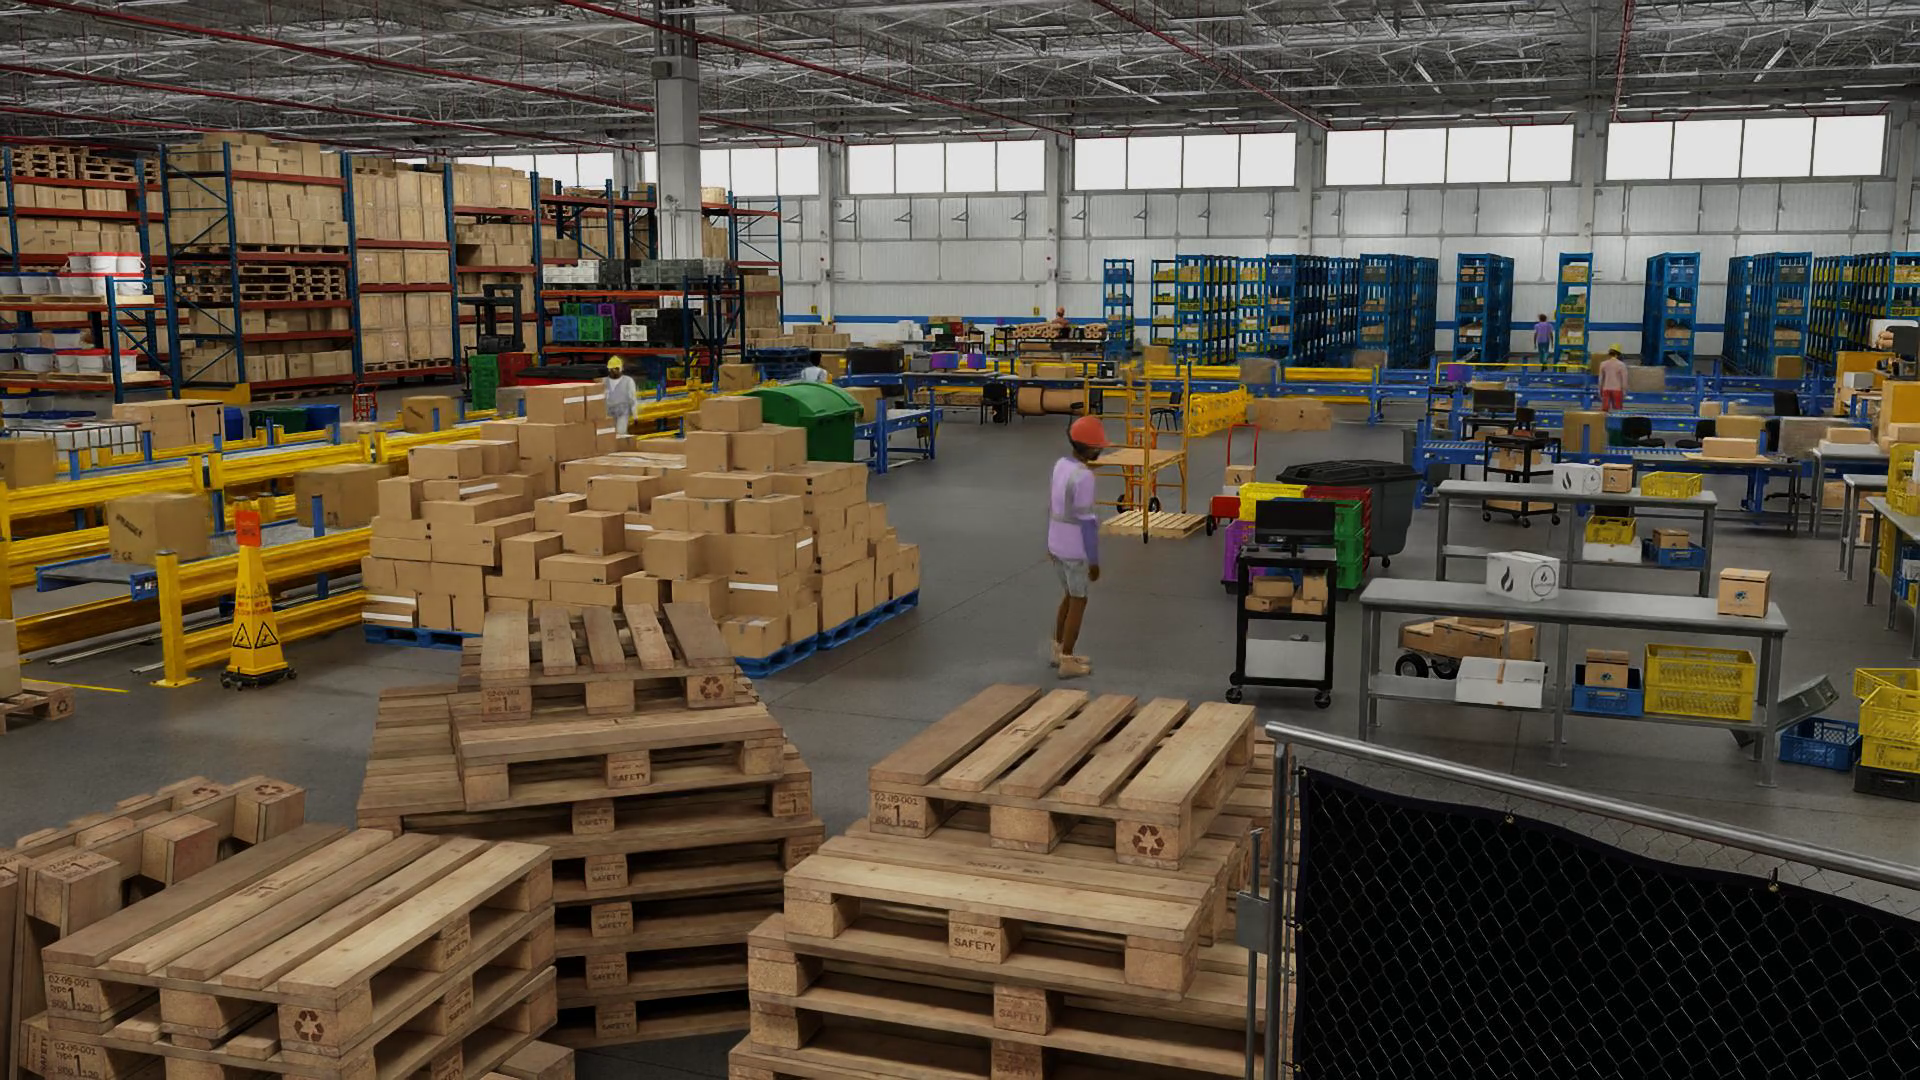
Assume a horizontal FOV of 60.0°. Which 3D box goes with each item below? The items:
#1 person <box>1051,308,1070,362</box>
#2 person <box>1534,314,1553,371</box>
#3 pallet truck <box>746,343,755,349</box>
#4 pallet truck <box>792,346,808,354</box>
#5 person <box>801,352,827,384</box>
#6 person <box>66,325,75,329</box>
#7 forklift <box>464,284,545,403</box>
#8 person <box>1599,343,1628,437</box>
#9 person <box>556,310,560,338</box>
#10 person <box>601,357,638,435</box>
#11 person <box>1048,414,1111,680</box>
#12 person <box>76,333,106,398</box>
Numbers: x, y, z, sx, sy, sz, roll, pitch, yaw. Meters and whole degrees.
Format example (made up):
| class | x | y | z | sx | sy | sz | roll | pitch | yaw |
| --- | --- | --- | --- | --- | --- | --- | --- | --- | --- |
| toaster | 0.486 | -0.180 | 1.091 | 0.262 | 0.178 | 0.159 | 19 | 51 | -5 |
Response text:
| class | x | y | z | sx | sy | sz | roll | pitch | yaw |
| --- | --- | --- | --- | --- | --- | --- | --- | --- | --- |
| person | 3.231 | -6.460 | 53.422 | 0.622 | 1.992 | 0.396 | 2 | 9 | 11 |
| person | 18.444 | -6.241 | 52.582 | 0.614 | 1.822 | 0.467 | 3 | 10 | 19 |
| pallet truck | -6.183 | -4.618 | 44.264 | 1.601 | 1.201 | 0.680 | -9 | 12 | -43 |
| pallet truck | -3.705 | -4.298 | 42.022 | 0.653 | 1.274 | 1.630 | 3 | 10 | 20 |
| person | -2.567 | -2.550 | 29.910 | 0.542 | 1.662 | 0.805 | 4 | 10 | 21 |
| person | -25.520 | -5.393 | 47.911 | 0.550 | 1.599 | 0.796 | 4 | 10 | 22 |
| forklift | -10.832 | -4.702 | 39.610 | 1.129 | 2.768 | 1.873 | 3 | 10 | 20 |
| person | 12.194 | -2.784 | 31.066 | 0.527 | 1.768 | 0.315 | 8 | 12 | 40 |
| person | -14.123 | -7.306 | 59.281 | 0.631 | 1.829 | 0.581 | 2 | 9 | 14 |
| person | -5.308 | -1.934 | 25.673 | 0.618 | 1.779 | 0.945 | 3 | 10 | 19 |
| person | 0.887 | 0.052 | 12.491 | 0.446 | 2.027 | 0.660 | -3 | 10 | -19 |
| person | -21.522 | -4.307 | 41.099 | 0.503 | 1.616 | 0.605 | 7 | 11 | 36 |
